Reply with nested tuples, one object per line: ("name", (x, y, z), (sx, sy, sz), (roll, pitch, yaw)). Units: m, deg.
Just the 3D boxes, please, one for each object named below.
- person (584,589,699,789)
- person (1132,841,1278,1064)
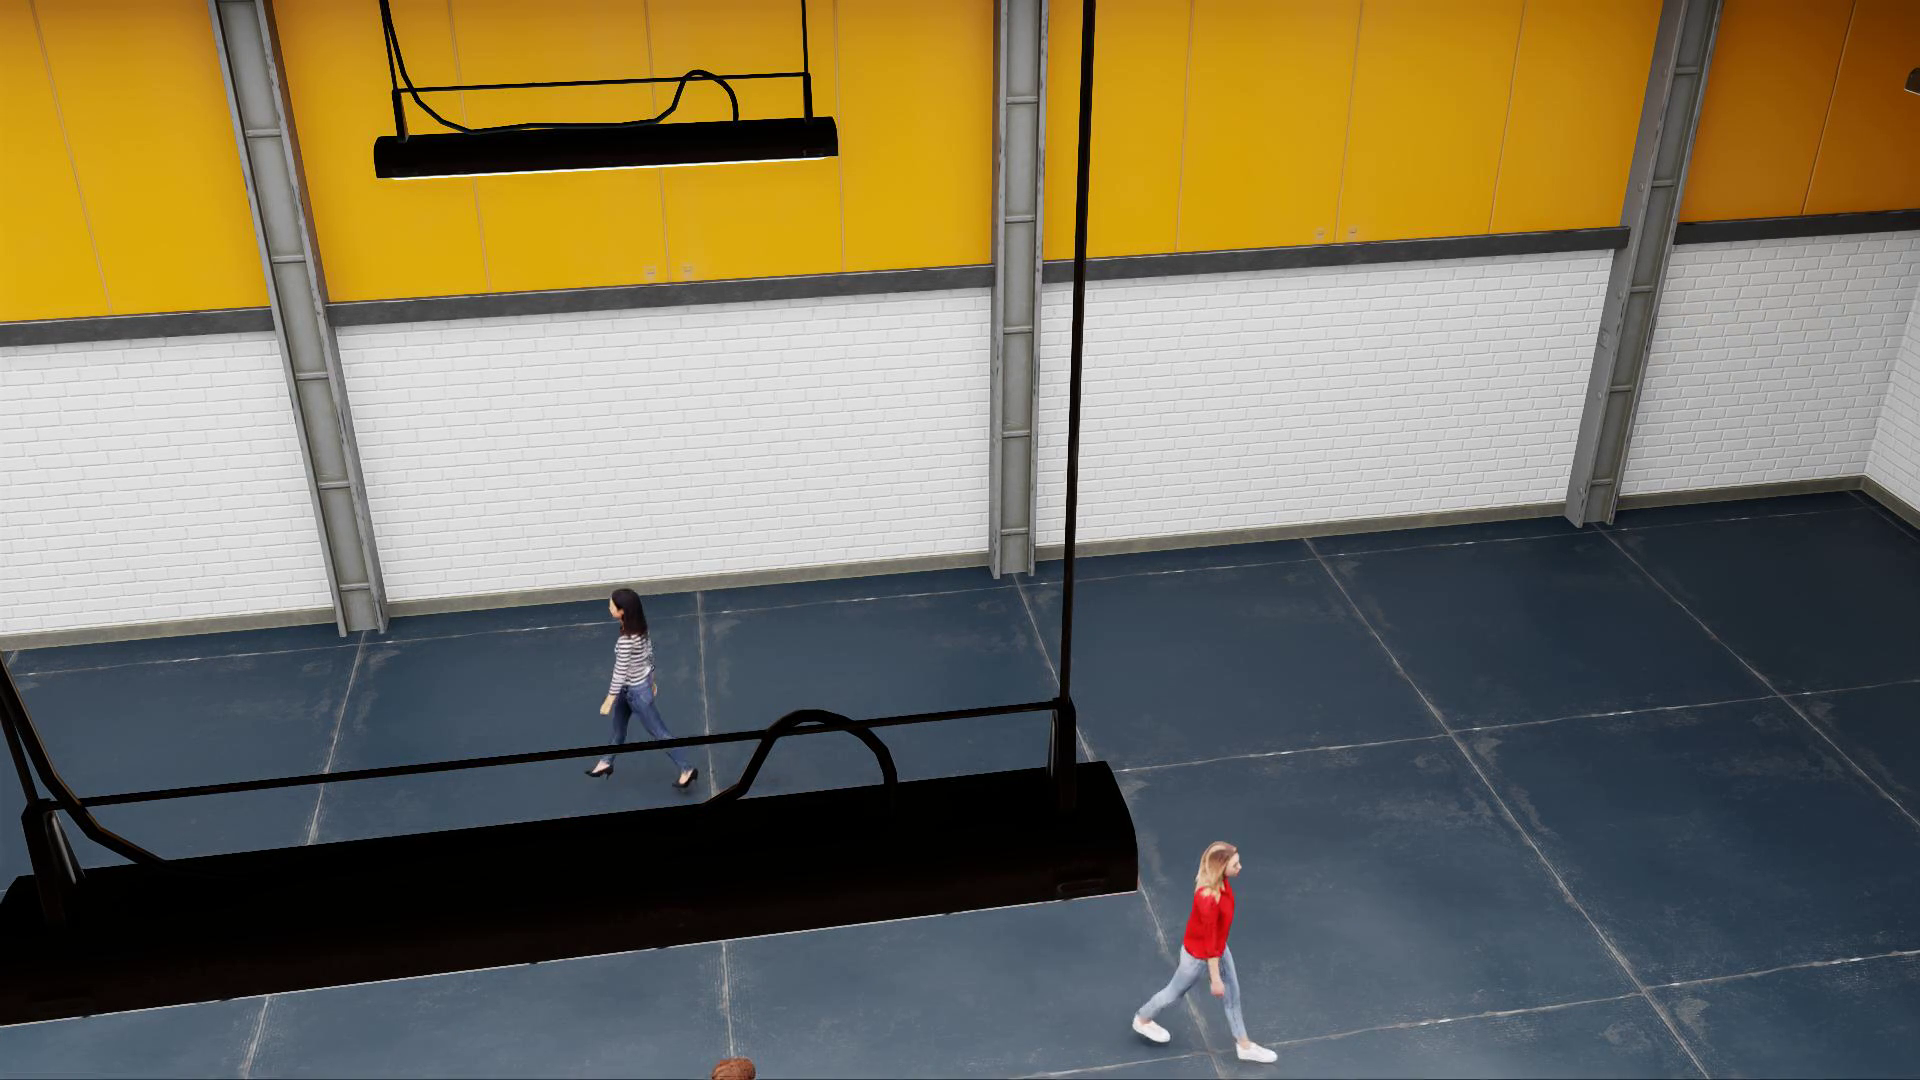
("person", (-2.339, 1.196, 12.556), (1.181, 1.732, 0.756), (1, 29, 1))
("person", (1.415, 2.533, 10.189), (1.239, 1.652, 0.997), (9, 30, 16))
